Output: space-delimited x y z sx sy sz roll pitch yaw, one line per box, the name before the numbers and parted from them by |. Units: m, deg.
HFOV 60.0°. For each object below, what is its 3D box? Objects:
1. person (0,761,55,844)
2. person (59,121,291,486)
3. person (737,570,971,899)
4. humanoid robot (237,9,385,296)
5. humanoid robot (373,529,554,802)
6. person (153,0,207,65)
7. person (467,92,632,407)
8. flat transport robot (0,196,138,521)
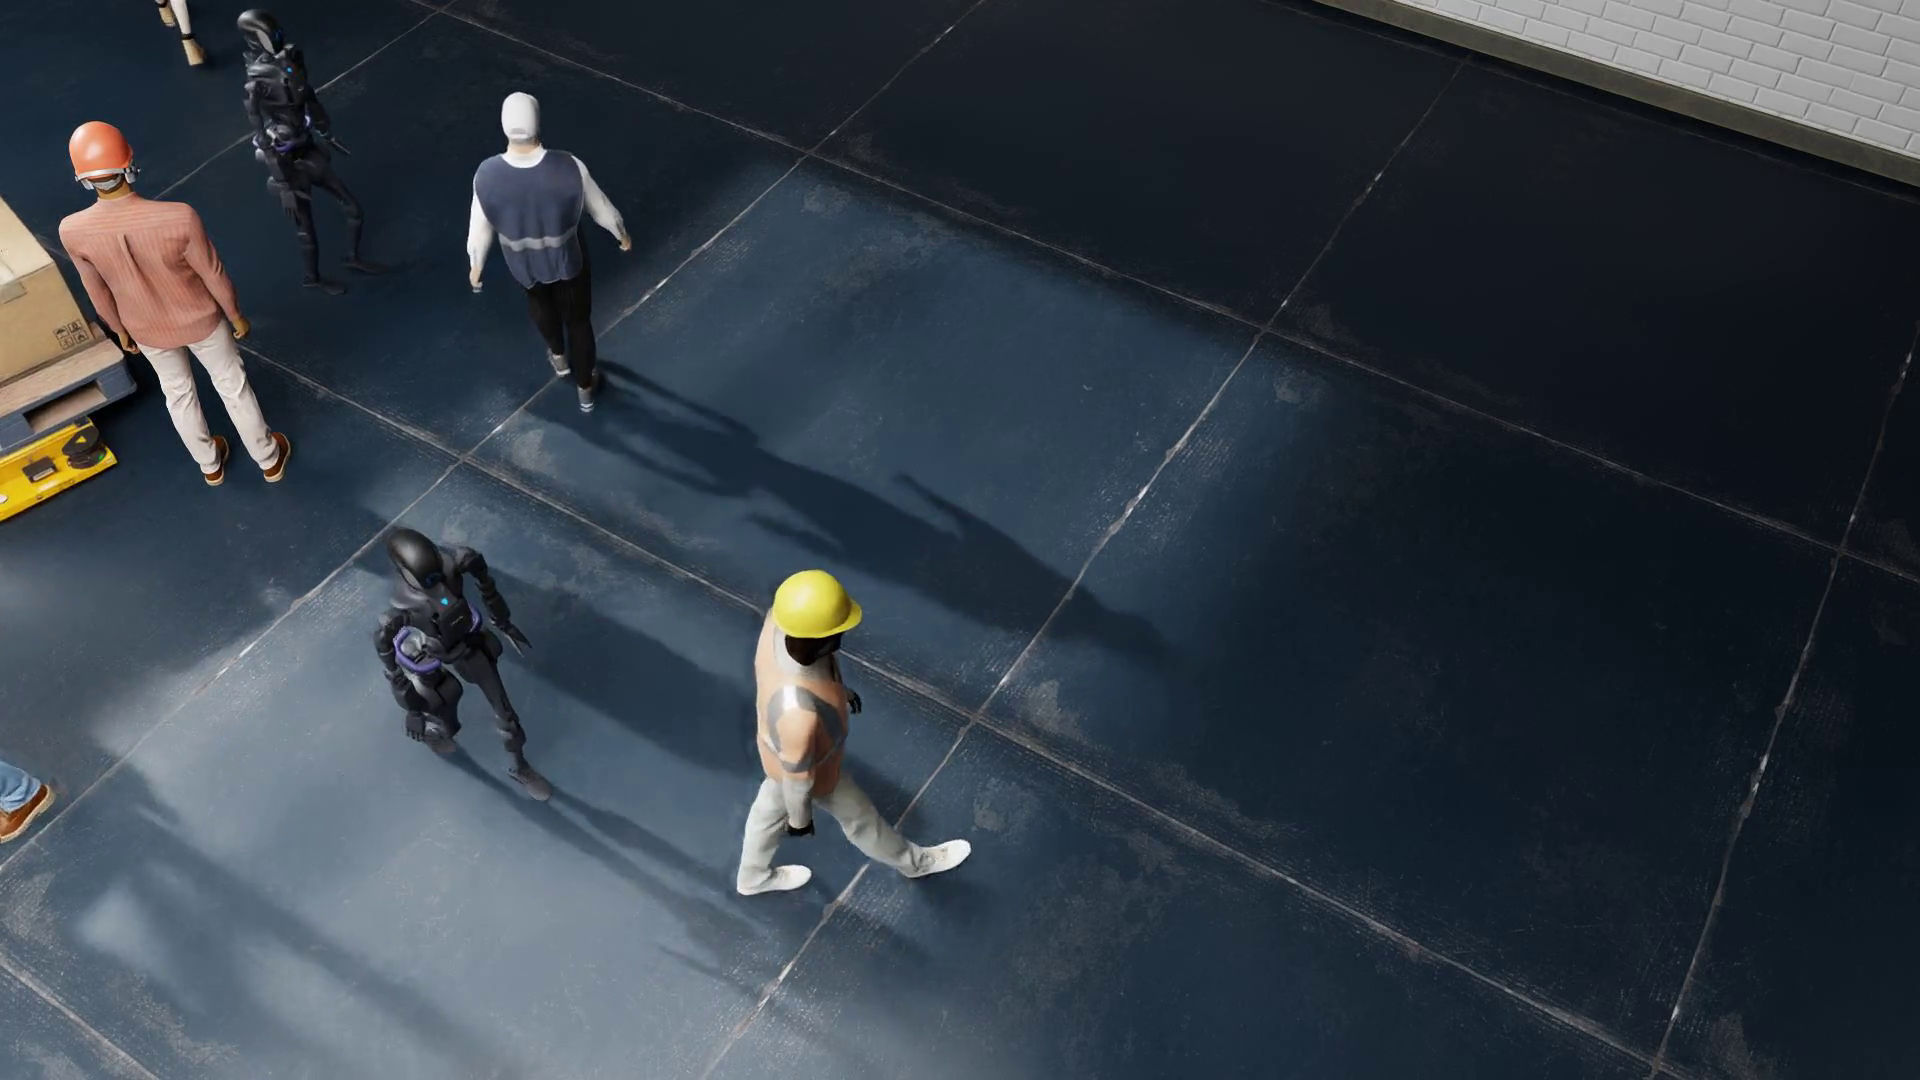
person | -4.155 0.710 6.086 0.606 1.938 1.028 26 54 21
person | -3.569 -1.023 7.573 0.610 1.986 0.402 -6 49 -5
person | -0.463 0.744 6.097 0.980 1.875 0.587 -11 50 -9
humanoid robot | -3.424 -1.975 8.607 0.384 1.646 0.602 9 49 7
humanoid robot | -2.031 0.425 6.534 0.697 1.625 0.603 29 55 23
person | -5.058 -3.845 10.138 0.489 1.849 0.980 -18 51 -15
person | -1.999 -1.439 8.095 0.784 1.736 0.637 -6 49 -5
flat transport robot | -4.887 -0.666 8.397 0.659 0.231 1.431 -34 57 -26
